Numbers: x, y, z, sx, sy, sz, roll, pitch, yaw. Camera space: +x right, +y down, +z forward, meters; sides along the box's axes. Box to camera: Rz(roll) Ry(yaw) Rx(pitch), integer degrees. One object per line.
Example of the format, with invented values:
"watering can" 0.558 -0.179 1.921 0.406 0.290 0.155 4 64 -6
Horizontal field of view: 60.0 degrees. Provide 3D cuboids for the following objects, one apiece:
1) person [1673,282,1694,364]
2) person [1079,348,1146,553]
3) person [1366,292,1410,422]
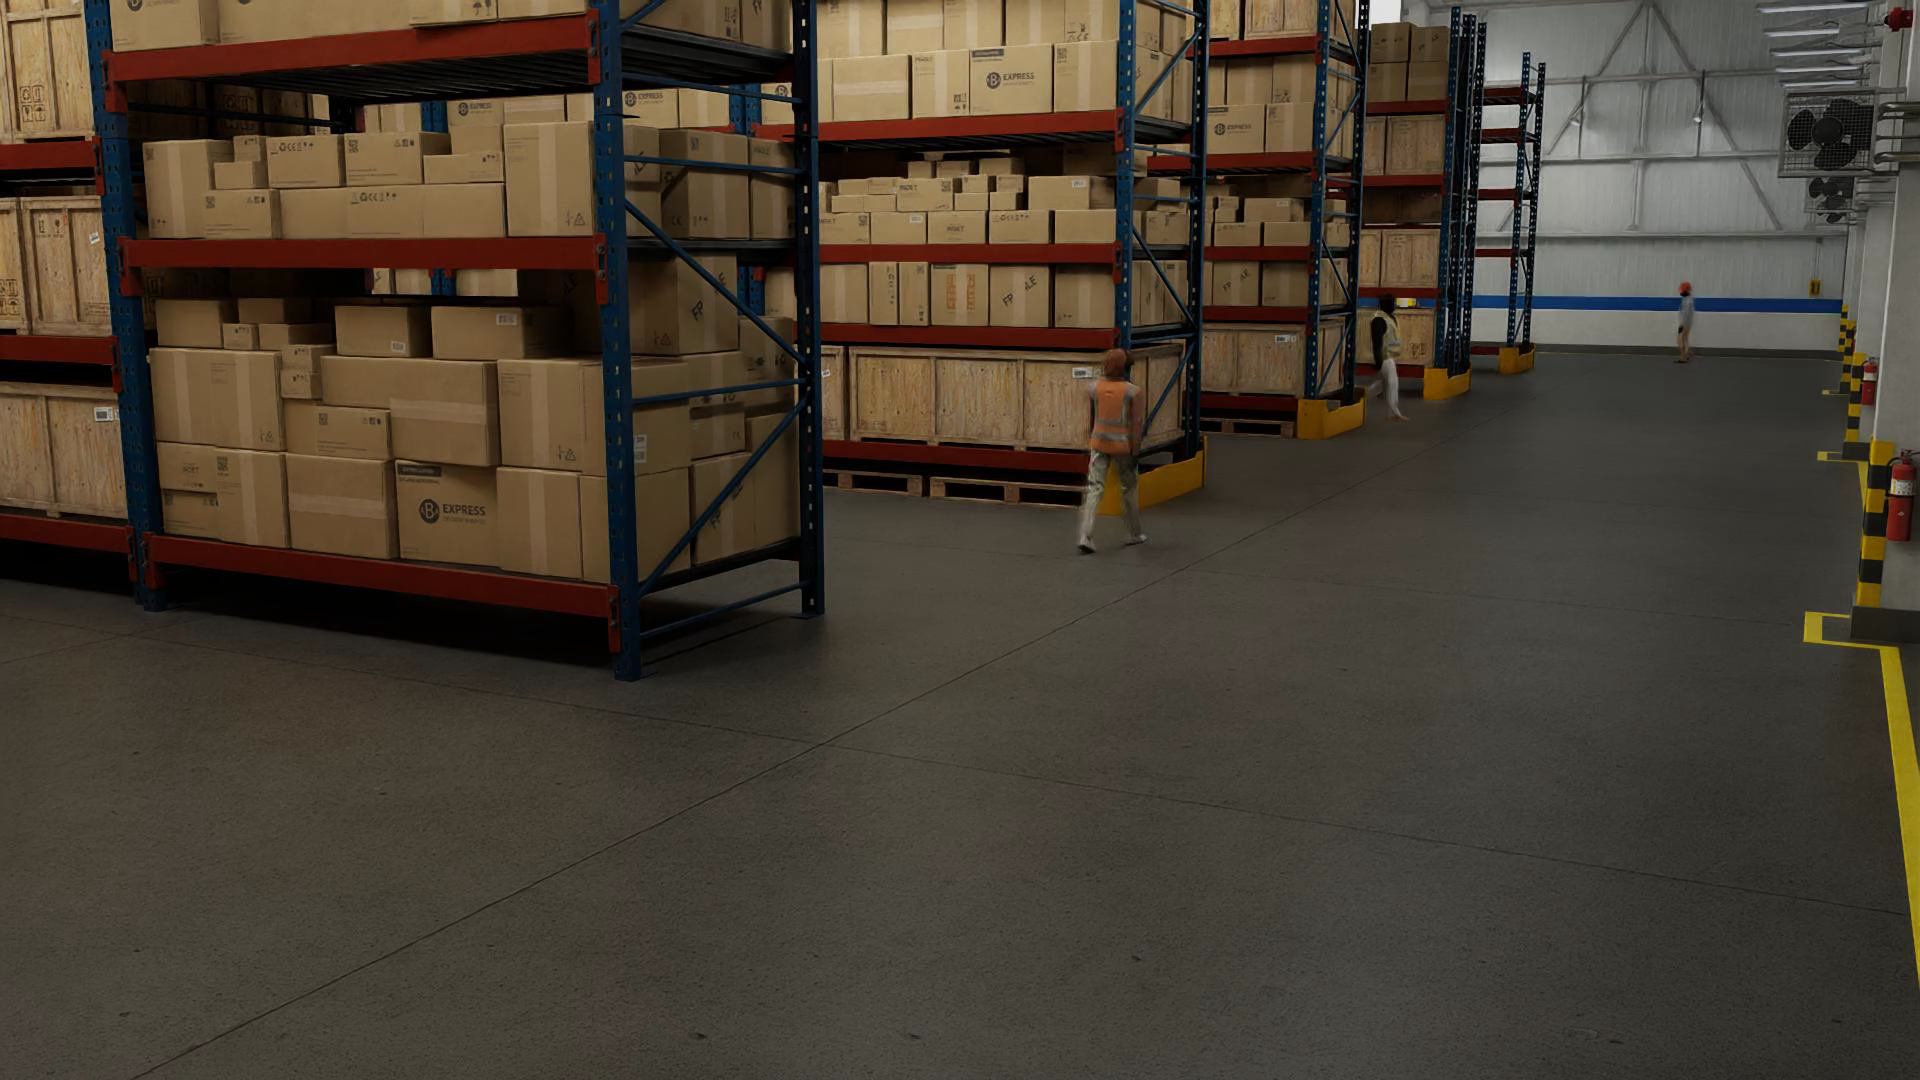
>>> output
"person" 15.260 -4.569 35.075 0.376 1.726 0.590 4 10 21
"person" 1.200 -0.708 13.046 0.511 1.600 0.852 5 11 28
"person" 5.844 -2.534 23.051 0.786 1.803 0.651 6 11 30
